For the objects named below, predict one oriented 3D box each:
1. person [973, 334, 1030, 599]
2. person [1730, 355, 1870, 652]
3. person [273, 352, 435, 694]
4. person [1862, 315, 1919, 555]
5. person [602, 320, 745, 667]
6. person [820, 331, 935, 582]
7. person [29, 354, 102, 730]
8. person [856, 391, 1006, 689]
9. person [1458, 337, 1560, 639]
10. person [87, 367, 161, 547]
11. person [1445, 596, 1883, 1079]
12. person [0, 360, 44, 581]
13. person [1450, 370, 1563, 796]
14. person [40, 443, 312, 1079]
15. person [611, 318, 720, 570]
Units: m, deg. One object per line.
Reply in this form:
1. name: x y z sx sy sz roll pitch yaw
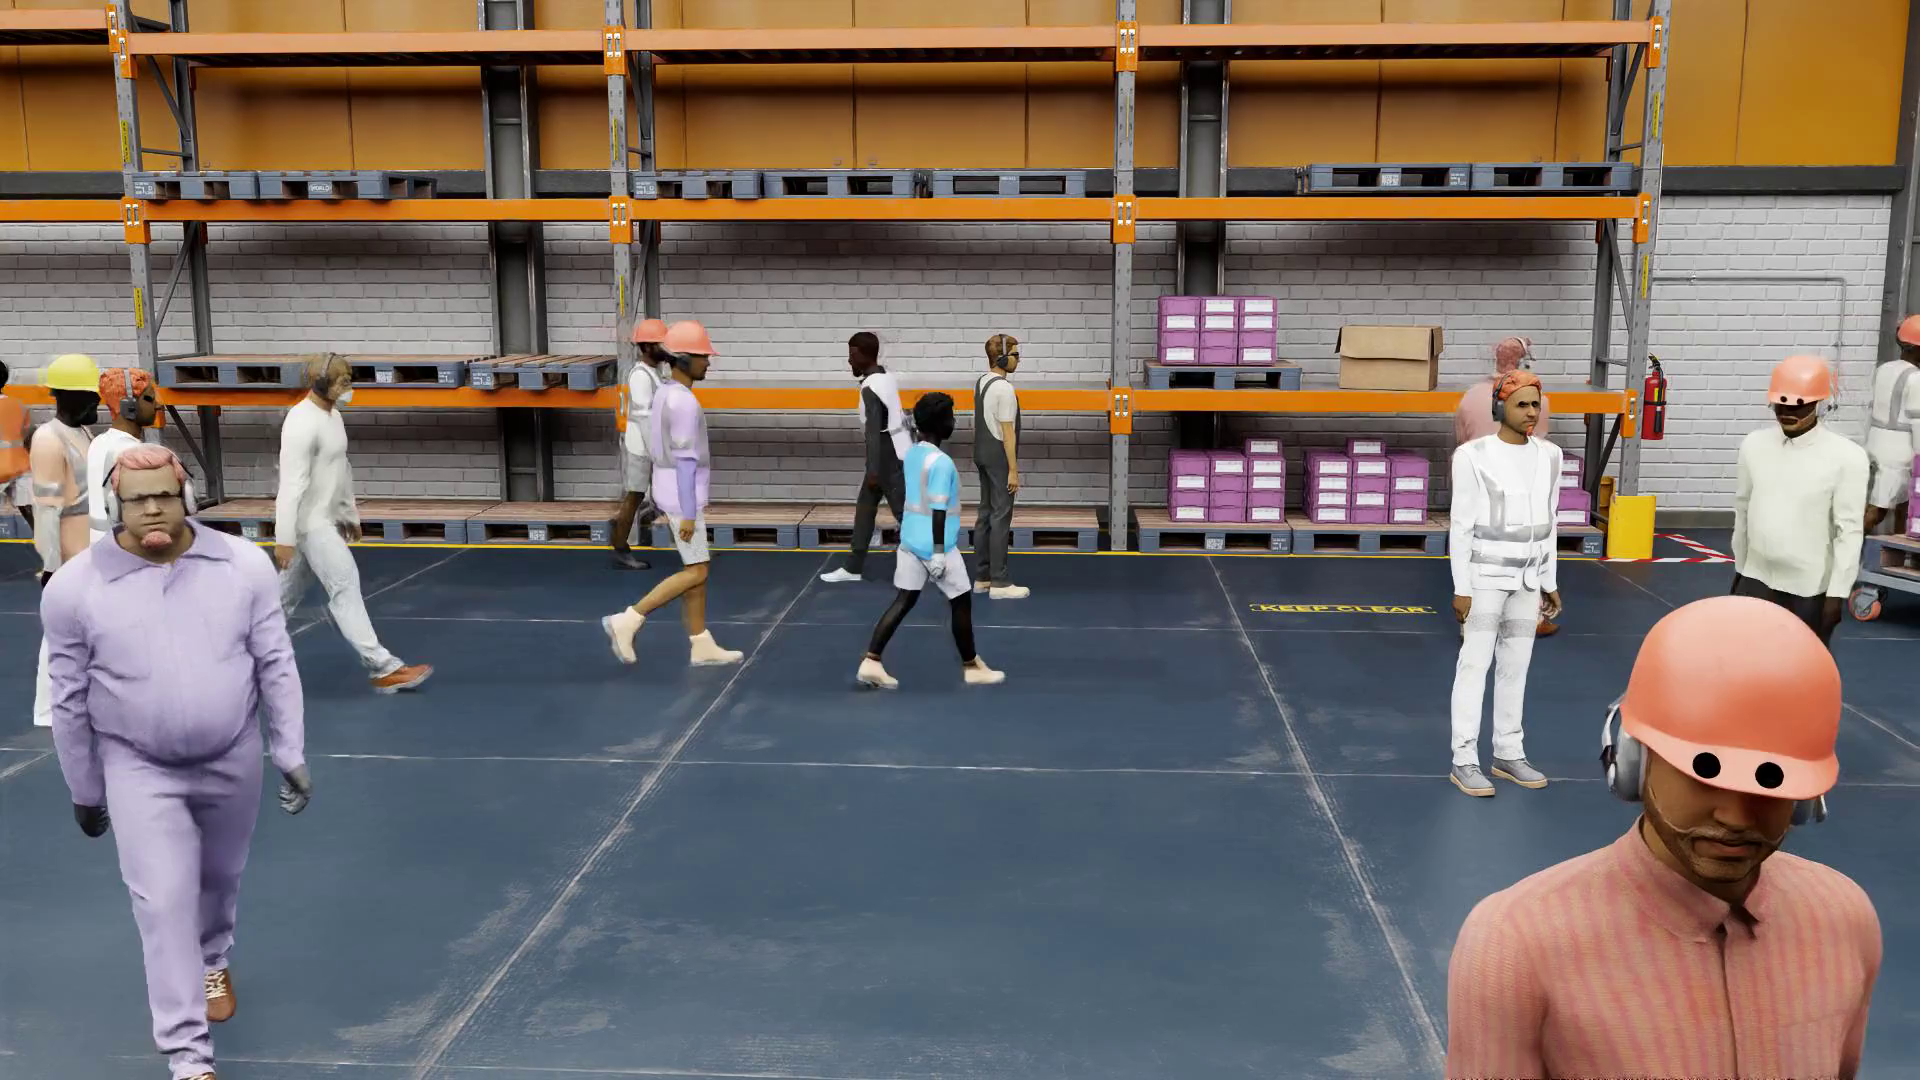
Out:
1. person: 0.270 -0.514 11.619 0.329 1.844 0.518 -4 11 -24
2. person: 3.526 0.182 7.220 0.886 1.951 0.640 -6 11 -30
3. person: -3.440 -0.073 8.977 1.063 1.871 0.695 -2 10 -9
4. person: 6.545 -0.593 11.709 1.005 1.989 0.642 1 10 5
5. person: -1.644 -0.234 9.474 0.743 2.025 0.618 -3 10 -20
6. person: -0.507 -0.592 12.090 0.963 1.854 0.640 0 10 1
7. person: -4.298 0.021 8.344 0.874 1.892 0.610 -3 10 -18
8. person: -0.185 0.011 9.102 0.852 1.655 0.536 -4 11 -24
9. person: 3.438 -0.307 10.281 0.785 1.881 0.673 -7 12 -36
10. person: -3.752 0.159 7.574 0.354 1.881 0.576 -9 13 -41
11. person: 0.878 1.039 2.098 0.612 1.991 0.392 -3 10 -17
12. person: -6.978 -0.507 12.150 0.885 1.649 0.543 2 10 12
13. person: 2.426 0.190 7.393 0.576 1.882 0.355 -4 11 -23
14. person: -2.266 0.636 4.849 0.636 1.867 0.985 -7 12 -37
15. person: -2.251 -0.706 12.553 0.912 1.902 0.564 1 10 3
